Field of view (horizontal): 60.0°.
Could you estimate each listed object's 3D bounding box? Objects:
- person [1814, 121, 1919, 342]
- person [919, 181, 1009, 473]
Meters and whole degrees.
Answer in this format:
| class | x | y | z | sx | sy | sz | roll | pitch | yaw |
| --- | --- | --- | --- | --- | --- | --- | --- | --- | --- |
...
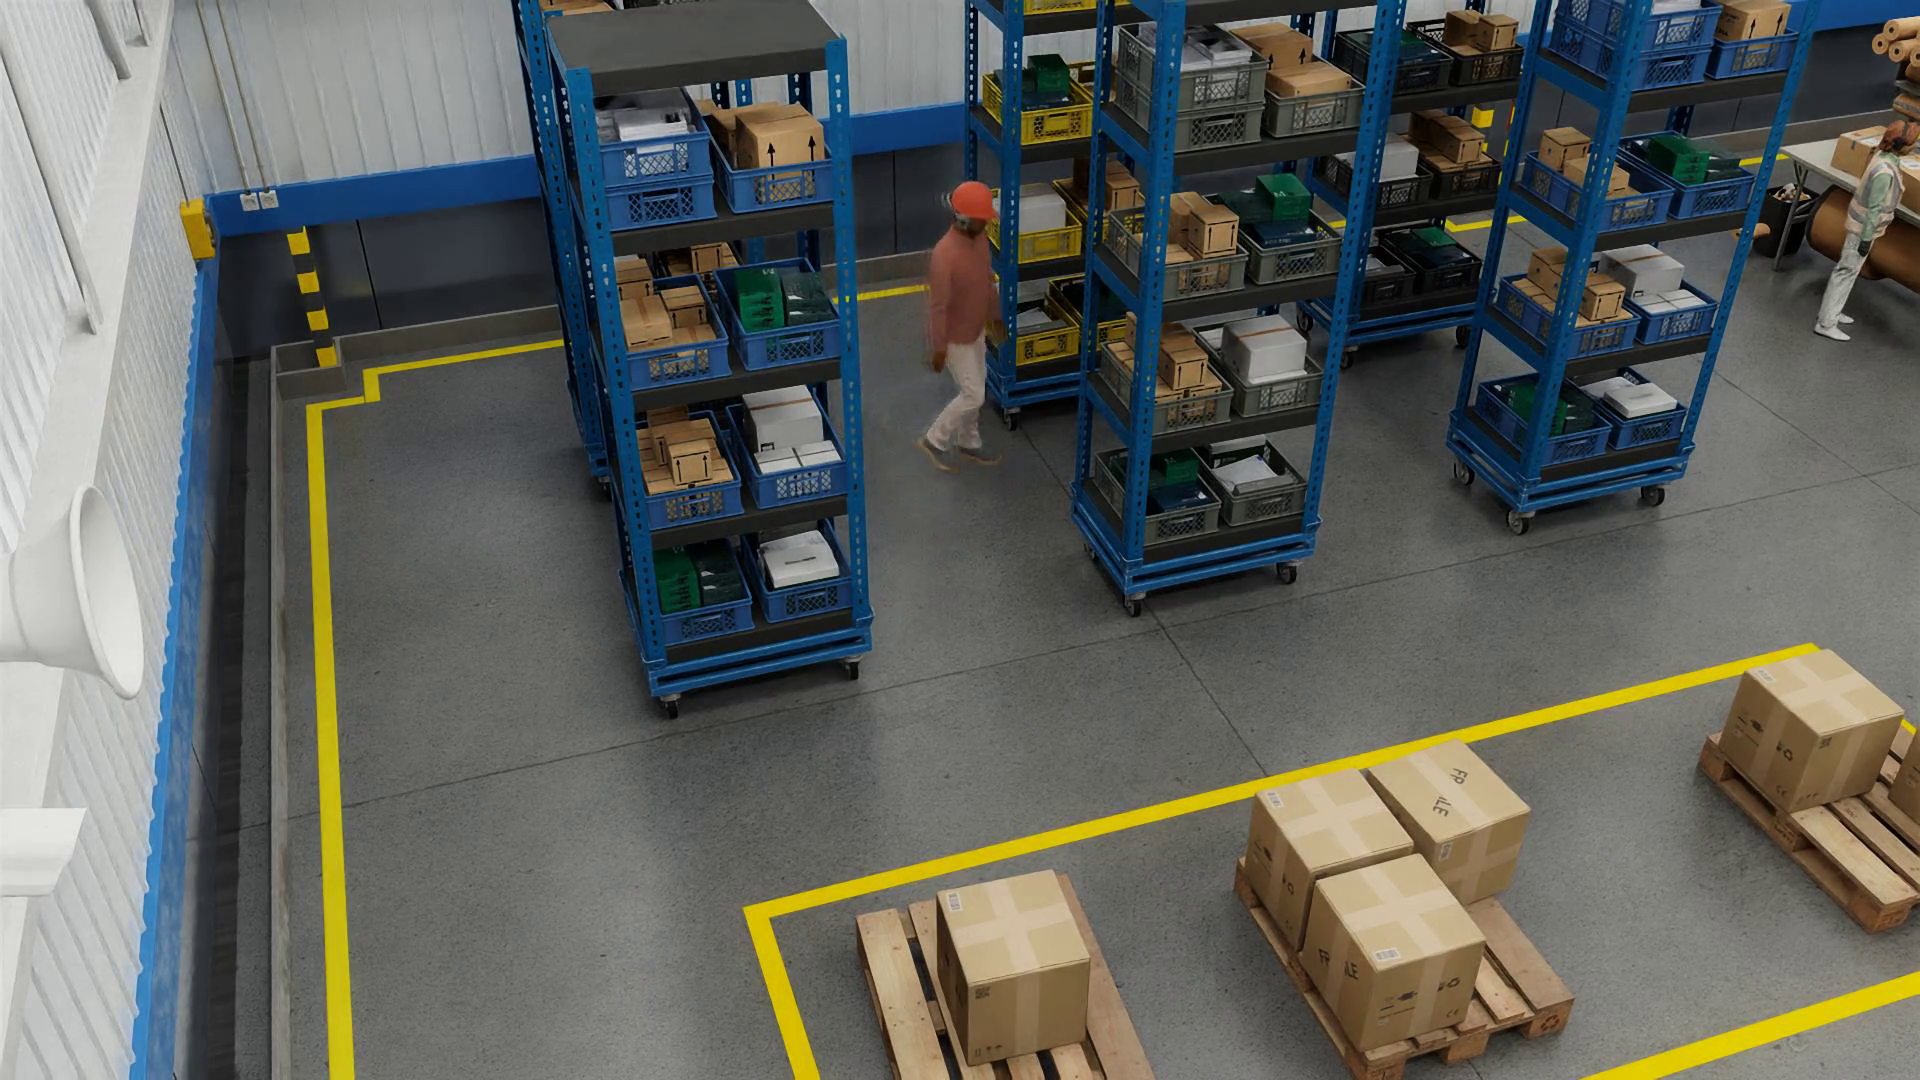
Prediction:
| class | x | y | z | sx | sy | sz | roll | pitch | yaw |
| --- | --- | --- | --- | --- | --- | --- | --- | --- | --- |
| person | 6.562 | -2.247 | 12.044 | 0.311 | 1.633 | 0.517 | 16 | 38 | 21 |
| person | 0.051 | -1.315 | 10.428 | 0.455 | 1.968 | 0.626 | 12 | 37 | 17 |
